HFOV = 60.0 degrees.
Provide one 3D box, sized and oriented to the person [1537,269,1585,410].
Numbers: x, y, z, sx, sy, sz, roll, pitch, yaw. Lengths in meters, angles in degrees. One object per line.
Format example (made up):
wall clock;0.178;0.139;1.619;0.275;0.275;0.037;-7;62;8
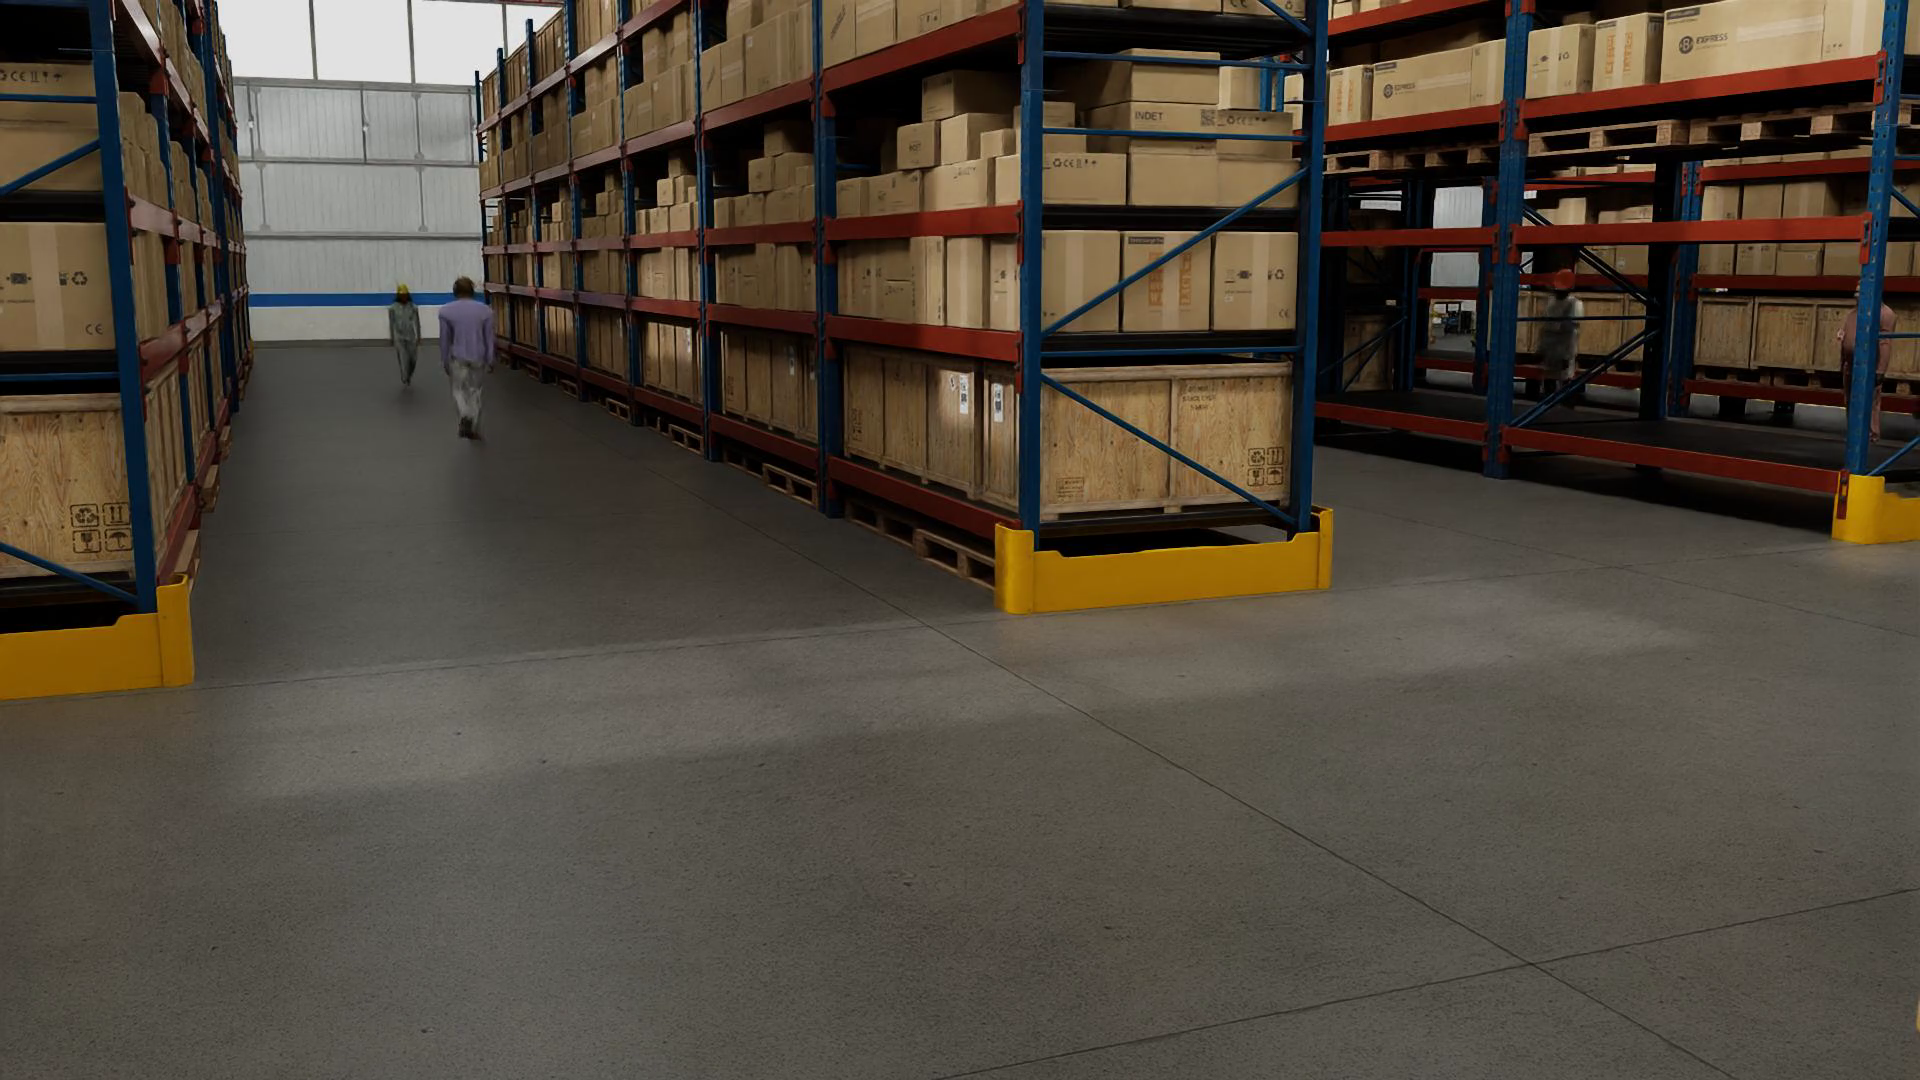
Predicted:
person;7.137;-2.240;19.950;0.419;2.001;0.750;-4;10;-20

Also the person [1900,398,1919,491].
person;8.808;-1.181;14.761;0.497;1.596;0.830;-5;11;-27

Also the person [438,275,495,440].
person;-5.741;-2.115;19.413;0.631;1.925;0.440;-4;10;-25

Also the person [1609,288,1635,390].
person;10.816;-3.312;27.307;0.544;1.653;0.876;-5;11;-27

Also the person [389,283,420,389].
person;-9.175;-3.369;27.482;0.490;1.730;0.456;-5;11;-27

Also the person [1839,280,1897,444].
person;9.706;-1.851;17.904;0.402;1.900;0.636;-3;10;-15
